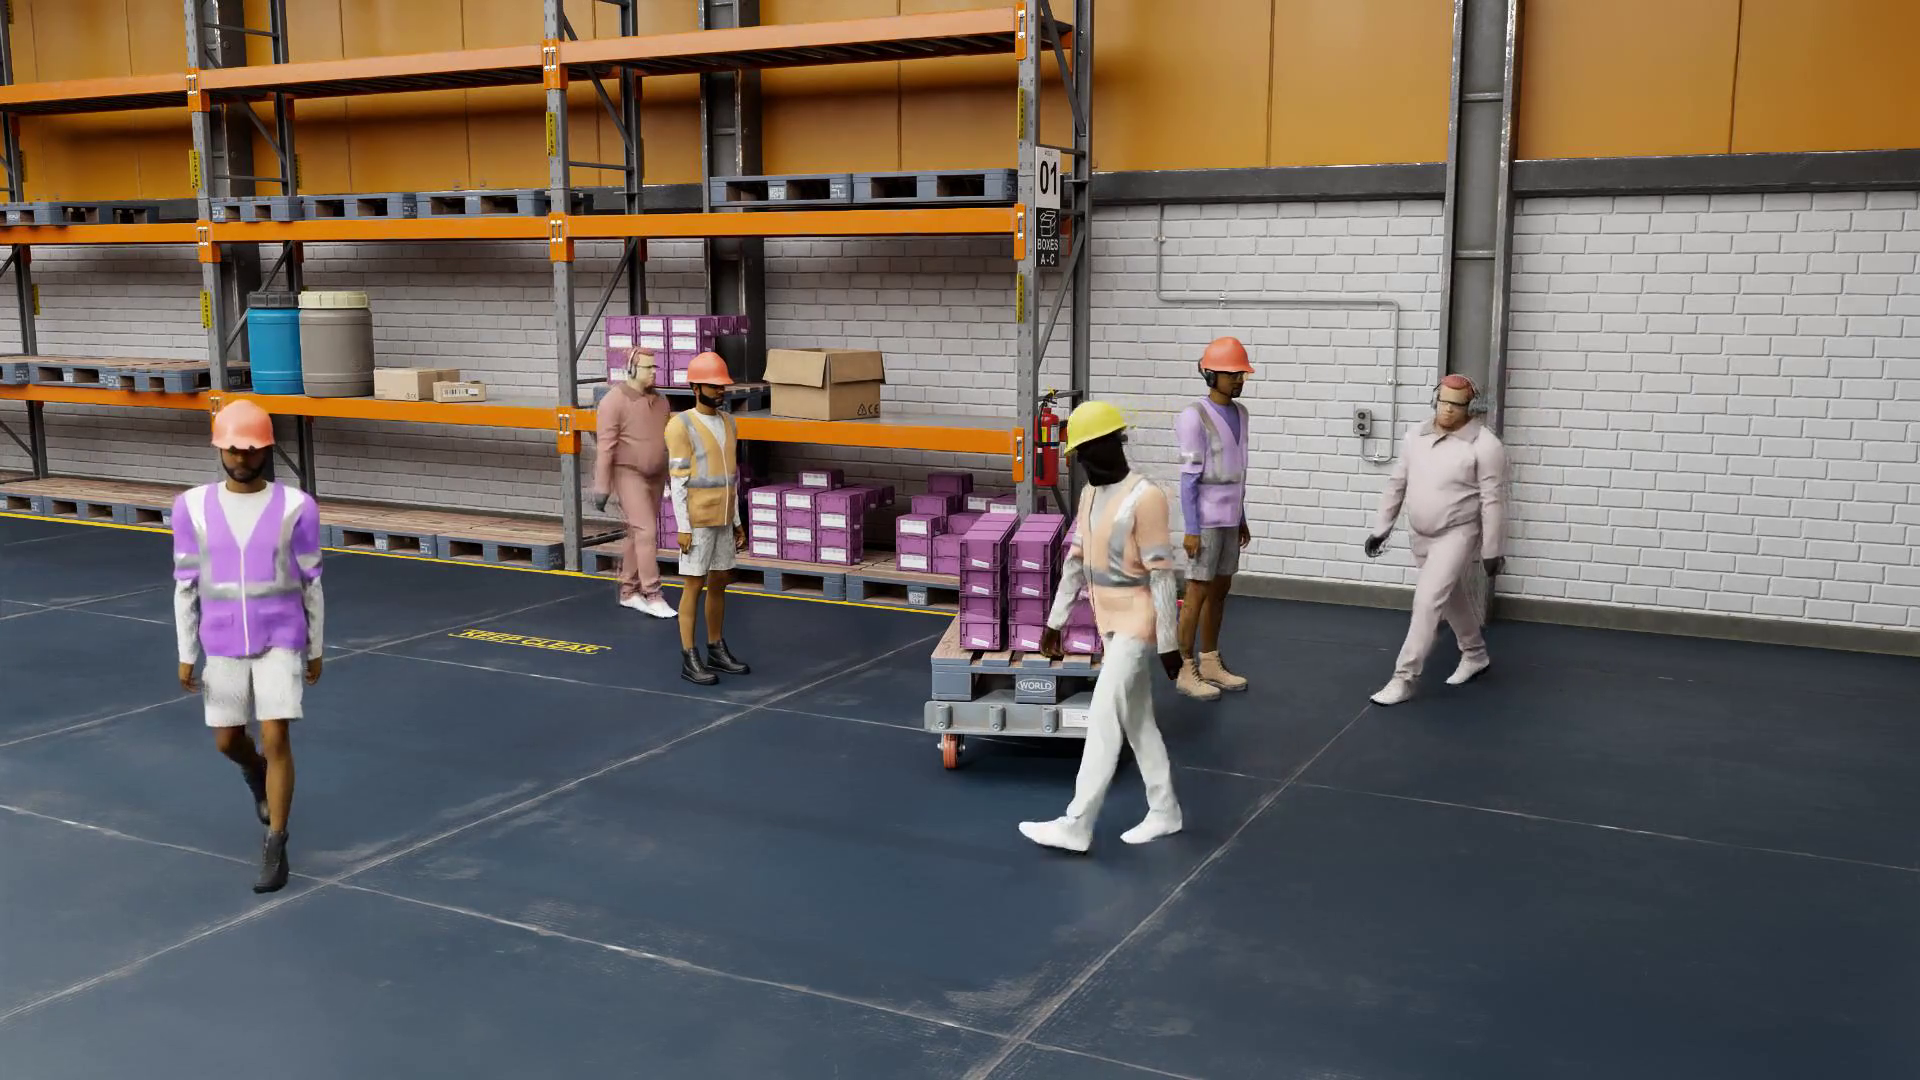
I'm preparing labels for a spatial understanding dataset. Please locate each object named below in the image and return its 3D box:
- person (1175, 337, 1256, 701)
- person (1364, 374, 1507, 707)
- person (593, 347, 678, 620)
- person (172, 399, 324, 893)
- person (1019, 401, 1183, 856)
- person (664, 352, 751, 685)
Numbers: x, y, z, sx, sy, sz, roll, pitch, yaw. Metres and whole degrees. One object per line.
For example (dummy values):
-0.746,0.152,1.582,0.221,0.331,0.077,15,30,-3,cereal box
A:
1.470,-0.123,9.401,0.393,2.041,0.613,8,12,39,person
2.738,-0.019,9.392,1.038,1.851,0.655,-5,10,-28,person
-2.148,-0.393,11.572,0.815,1.876,0.692,5,11,29,person
-2.832,0.380,6.693,0.552,1.920,0.800,-2,9,-13,person
0.582,0.366,6.926,0.839,1.867,0.622,-3,10,-16,person
-1.466,-0.131,9.772,0.354,1.939,0.544,6,11,32,person
